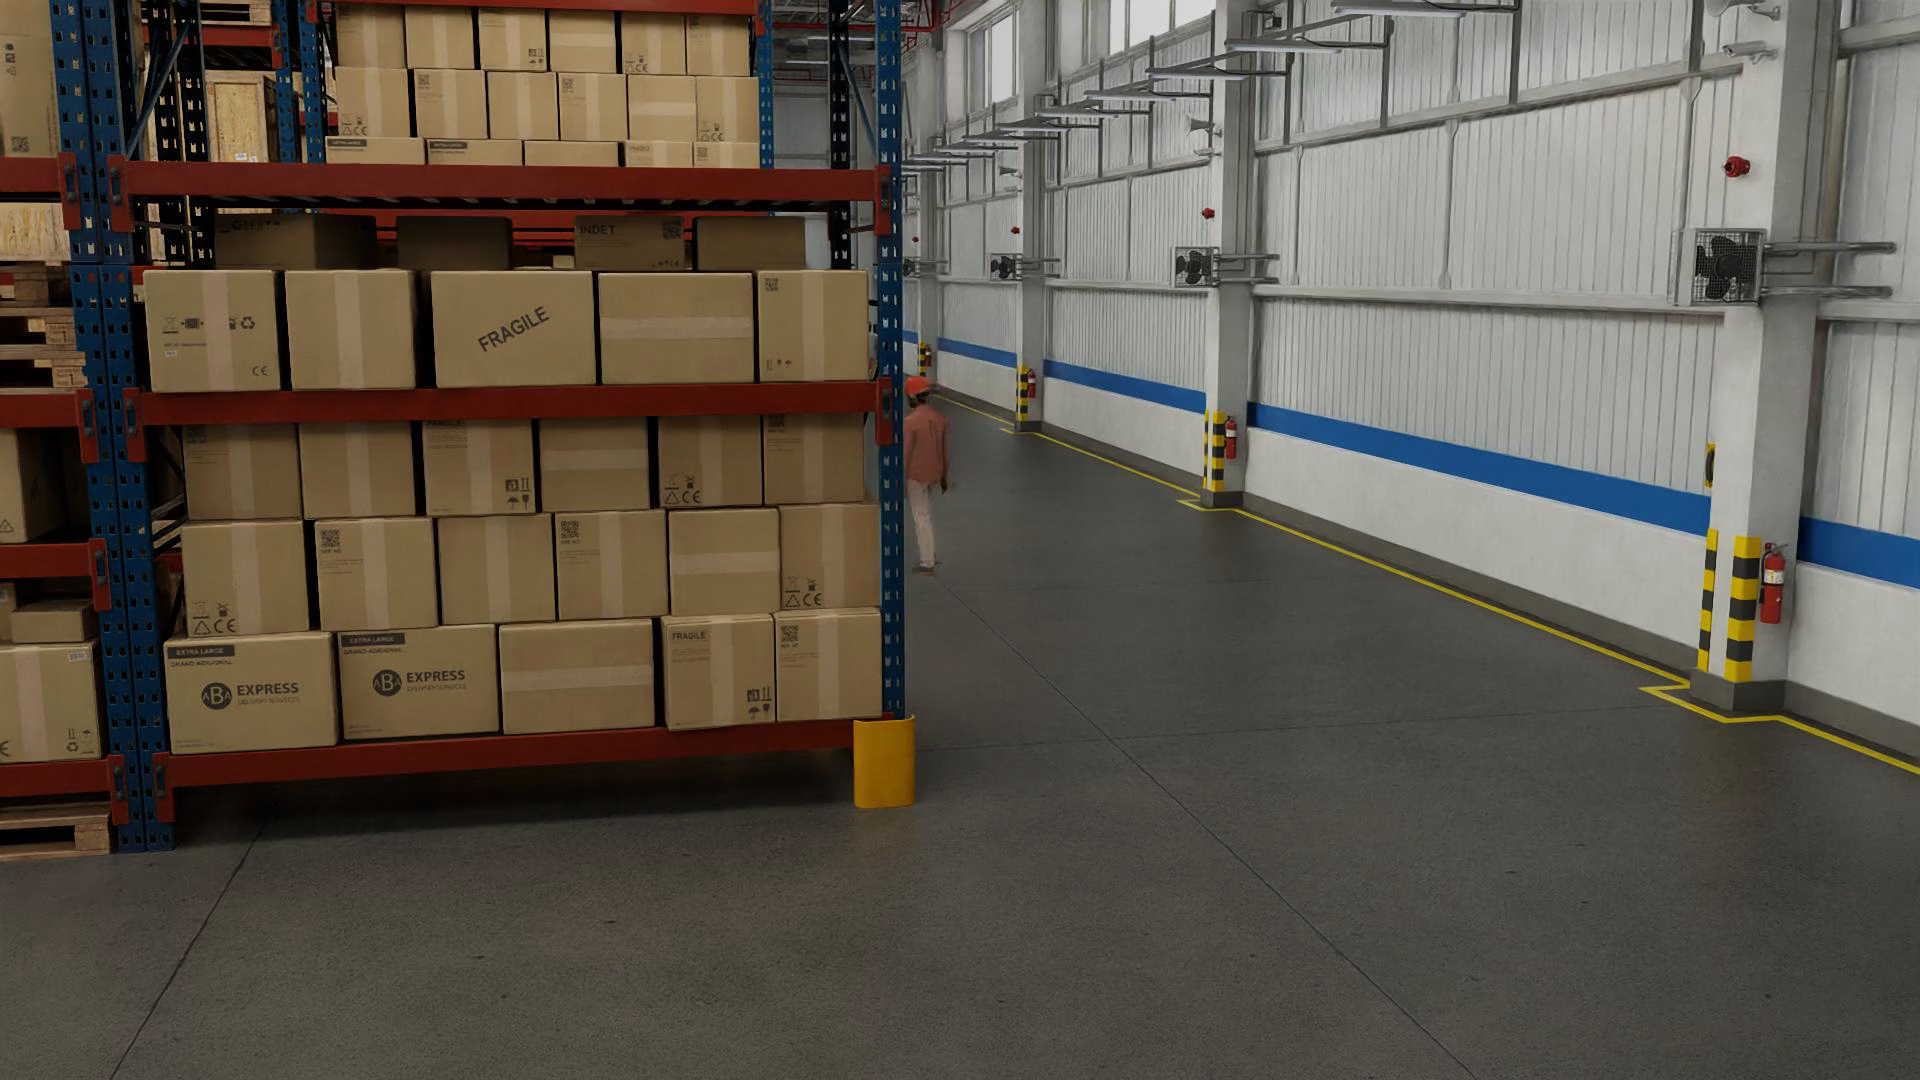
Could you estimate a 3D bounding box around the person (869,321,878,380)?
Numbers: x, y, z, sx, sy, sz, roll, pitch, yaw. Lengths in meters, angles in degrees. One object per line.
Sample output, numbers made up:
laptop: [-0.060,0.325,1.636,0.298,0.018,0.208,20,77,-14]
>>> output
person: [-2.220,-4.460,40.440,0.561,1.743,0.336,-2,10,-14]

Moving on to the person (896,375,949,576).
person: [-0.404,-0.629,16.368,0.529,1.974,0.641,8,12,41]
